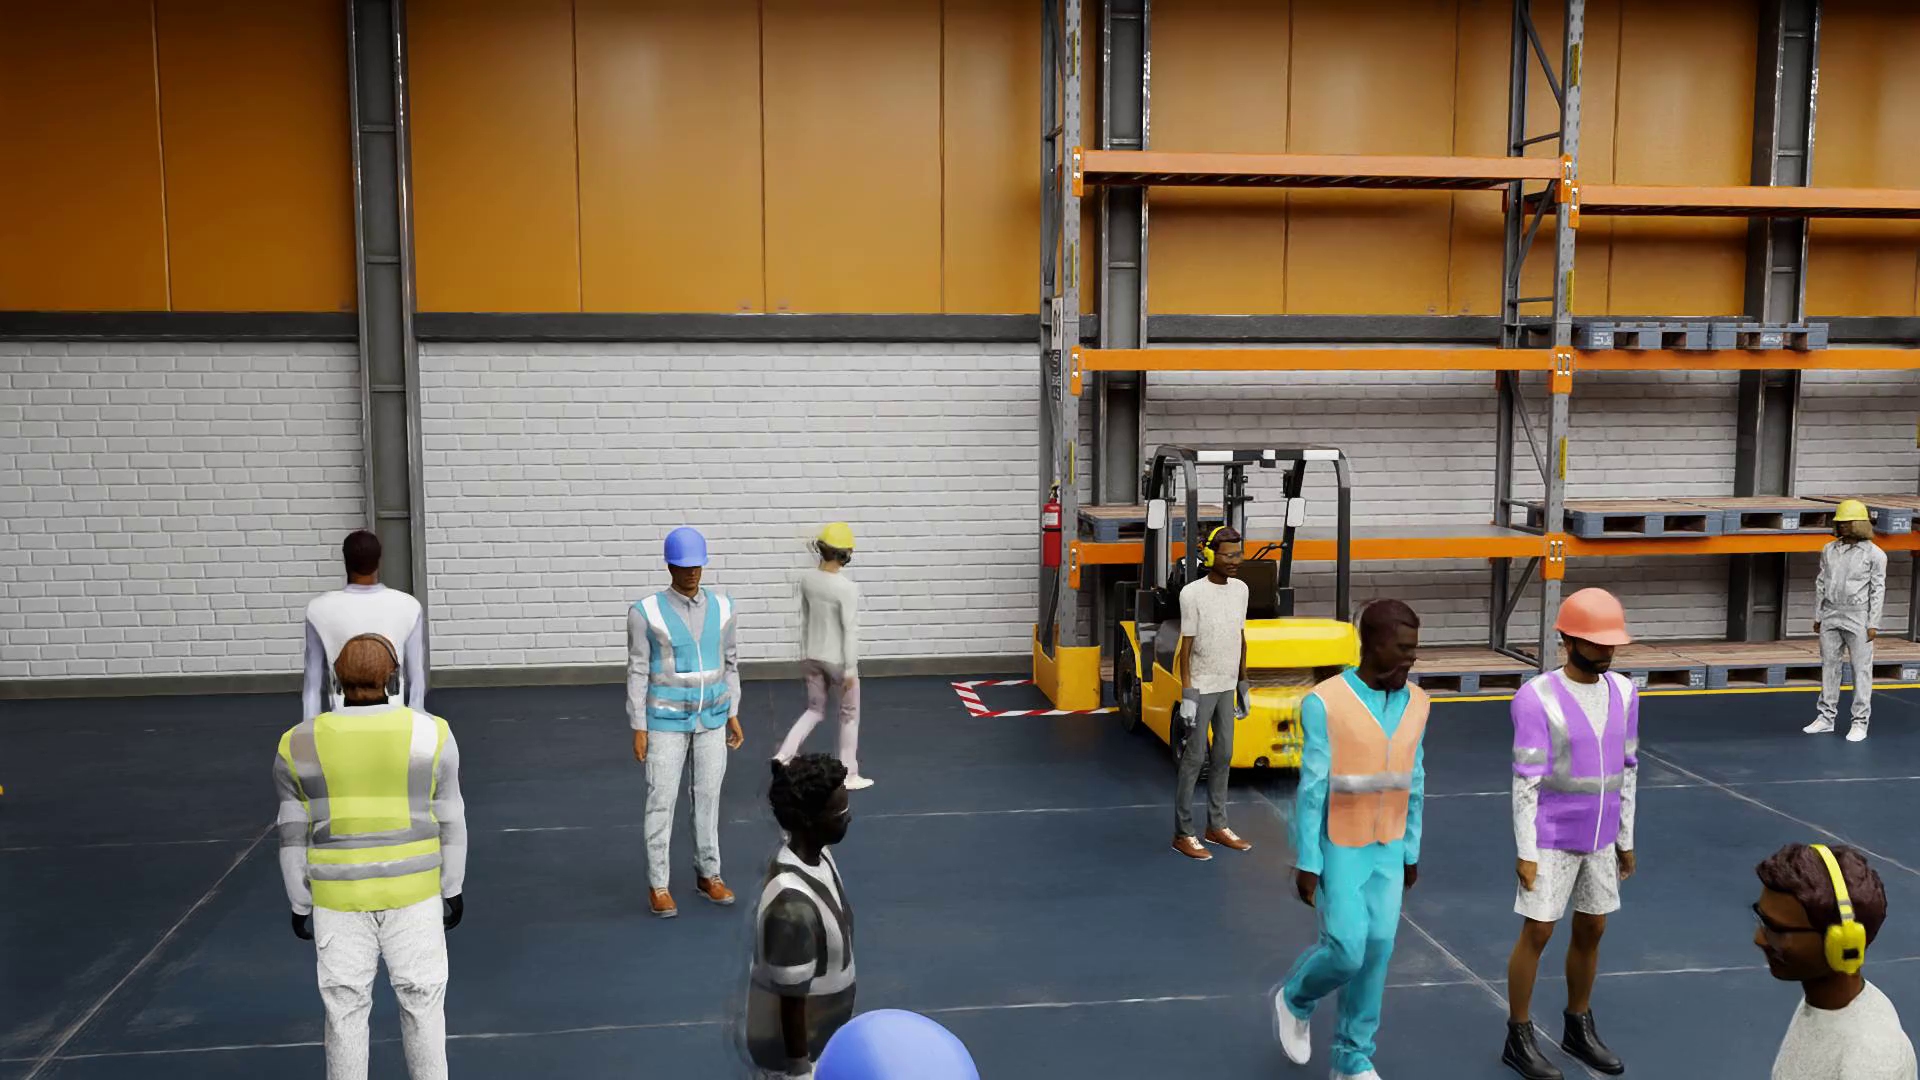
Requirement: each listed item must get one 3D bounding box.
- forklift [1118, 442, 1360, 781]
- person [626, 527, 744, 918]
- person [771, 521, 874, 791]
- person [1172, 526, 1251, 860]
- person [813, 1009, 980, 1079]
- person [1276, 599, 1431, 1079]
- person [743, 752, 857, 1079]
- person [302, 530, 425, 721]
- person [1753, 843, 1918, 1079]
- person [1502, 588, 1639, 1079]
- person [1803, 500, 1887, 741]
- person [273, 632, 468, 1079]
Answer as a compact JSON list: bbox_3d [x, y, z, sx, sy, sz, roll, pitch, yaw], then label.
[{"bbox_3d":[1.912,0.418,11.496,1.214,2.155,2.313,-1,7,-8],"label":"forklift"},{"bbox_3d":[-1.371,0.898,8.358,0.618,1.945,0.394,-5,8,-35],"label":"person"},{"bbox_3d":[-0.866,0.755,10.481,0.526,1.746,0.667,6,9,40],"label":"person"},{"bbox_3d":[1.422,0.841,9.275,0.507,1.861,0.327,-5,8,-37],"label":"person"},{"bbox_3d":[-0.045,1.596,2.301,0.415,1.939,0.605,5,8,39],"label":"person"},{"bbox_3d":[1.495,1.156,6.310,0.629,1.898,0.499,-3,7,-27],"label":"person"},{"bbox_3d":[-0.529,1.435,4.803,0.499,1.687,0.538,0,7,2],"label":"person"},{"bbox_3d":[-3.052,0.898,8.597,0.608,1.893,0.790,-5,8,-36],"label":"person"},{"bbox_3d":[1.723,1.515,3.356,0.338,1.858,0.520,2,7,20],"label":"person"},{"bbox_3d":[2.378,1.135,6.397,0.543,1.928,0.399,-2,7,-19],"label":"person"},{"bbox_3d":[6.425,0.577,12.062,0.297,1.744,0.487,-4,8,-33],"label":"person"},{"bbox_3d":[-2.052,1.238,5.851,0.624,1.844,0.429,-2,7,-16],"label":"person"}]
